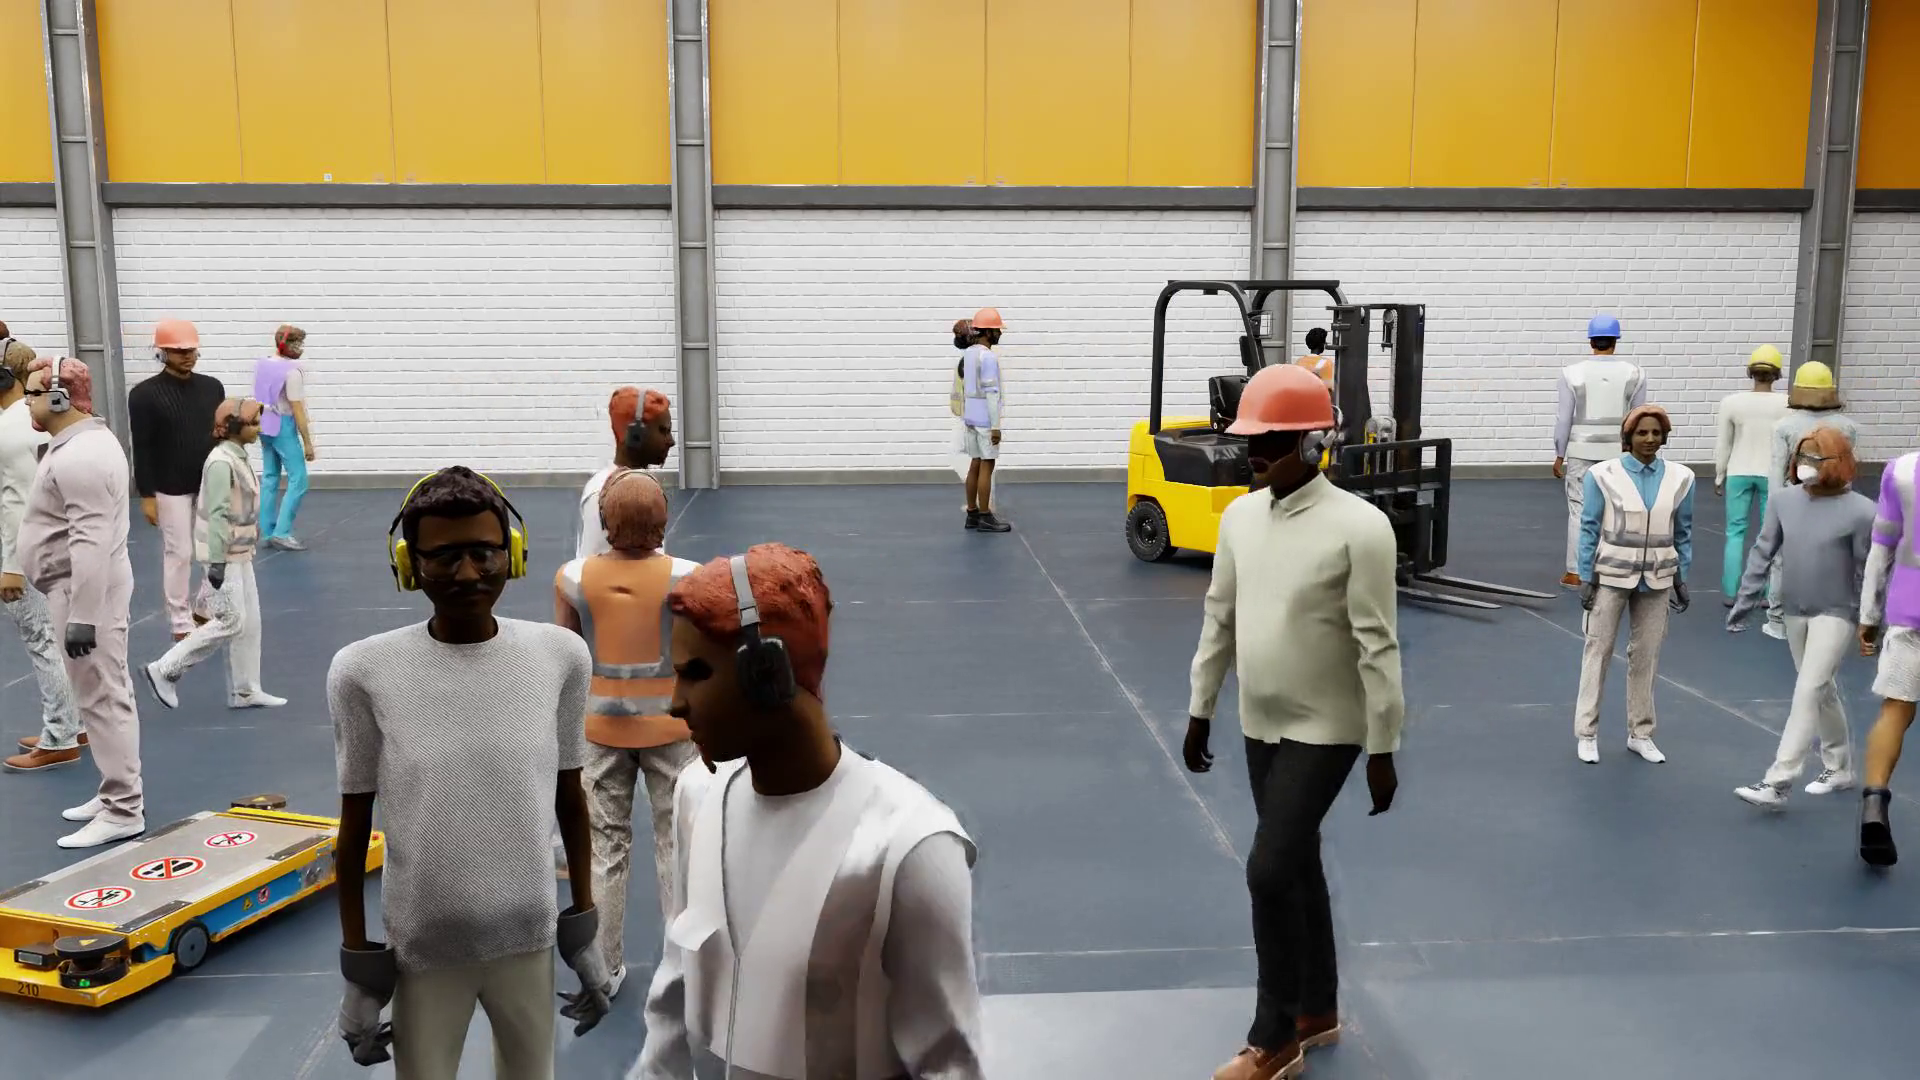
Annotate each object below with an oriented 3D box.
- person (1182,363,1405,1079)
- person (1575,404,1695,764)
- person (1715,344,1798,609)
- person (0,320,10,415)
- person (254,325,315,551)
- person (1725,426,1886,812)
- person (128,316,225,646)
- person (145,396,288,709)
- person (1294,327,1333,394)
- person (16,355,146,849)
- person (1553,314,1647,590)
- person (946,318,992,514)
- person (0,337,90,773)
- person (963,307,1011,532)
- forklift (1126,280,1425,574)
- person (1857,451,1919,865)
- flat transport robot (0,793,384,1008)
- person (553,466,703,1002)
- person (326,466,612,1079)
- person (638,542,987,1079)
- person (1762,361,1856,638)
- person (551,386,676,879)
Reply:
[{"bbox_3d":[0.828,0.513,4.533,0.726,1.968,0.664,-5,10,-30],"label":"person"},{"bbox_3d":[3.055,0.201,7.549,0.515,1.641,0.315,0,9,1],"label":"person"},{"bbox_3d":[5.287,-0.415,11.033,0.528,1.766,0.317,5,10,29],"label":"person"},{"bbox_3d":[-8.175,-0.962,14.221,0.430,1.845,0.623,8,12,40],"label":"person"},{"bbox_3d":[-5.487,-0.810,13.405,0.632,1.812,0.405,7,12,39],"label":"person"},{"bbox_3d":[3.518,0.326,6.915,0.836,1.593,0.511,-4,10,-23],"label":"person"},{"bbox_3d":[-4.510,-0.314,9.727,0.460,1.973,0.646,6,11,33],"label":"person"},{"bbox_3d":[-3.751,0.090,8.331,0.569,1.617,0.526,-2,9,-13],"label":"person"},{"bbox_3d":[3.572,-1.299,16.826,0.320,1.690,0.531,-5,10,-28],"label":"person"},{"bbox_3d":[-3.434,0.237,6.491,0.402,1.906,0.652,-4,10,-23],"label":"person"},{"bbox_3d":[4.477,-0.608,11.677,0.608,1.943,0.402,2,9,10],"label":"person"},{"bbox_3d":[0.114,-1.126,15.327,0.450,1.819,0.646,3,10,19],"label":"person"},{"bbox_3d":[-4.147,0.069,7.443,0.376,1.940,0.629,-2,9,-14],"label":"person"},{"bbox_3d":[0.230,-1.033,14.367,0.356,1.937,0.552,-4,10,-22],"label":"person"},{"bbox_3d":[2.301,-0.860,12.475,1.214,2.155,2.313,-6,11,-35],"label":"forklift"},{"bbox_3d":[3.686,0.282,6.249,0.565,1.905,0.936,8,12,42],"label":"person"},{"bbox_3d":[-2.641,1.182,5.675,0.652,0.197,1.431,3,10,18],"label":"flat transport robot"},{"bbox_3d":[-0.965,0.598,5.042,0.522,1.645,0.306,1,9,4],"label":"person"},{"bbox_3d":[-0.919,0.788,3.159,0.508,1.867,0.329,-5,10,-29],"label":"person"},{"bbox_3d":[-0.204,0.939,2.319,0.592,1.854,0.390,8,12,42],"label":"person"},{"bbox_3d":[5.026,-0.201,9.828,0.487,1.708,0.850,1,9,9],"label":"person"},{"bbox_3d":[-1.194,0.363,5.973,0.996,1.828,0.603,0,9,0],"label":"person"}]
